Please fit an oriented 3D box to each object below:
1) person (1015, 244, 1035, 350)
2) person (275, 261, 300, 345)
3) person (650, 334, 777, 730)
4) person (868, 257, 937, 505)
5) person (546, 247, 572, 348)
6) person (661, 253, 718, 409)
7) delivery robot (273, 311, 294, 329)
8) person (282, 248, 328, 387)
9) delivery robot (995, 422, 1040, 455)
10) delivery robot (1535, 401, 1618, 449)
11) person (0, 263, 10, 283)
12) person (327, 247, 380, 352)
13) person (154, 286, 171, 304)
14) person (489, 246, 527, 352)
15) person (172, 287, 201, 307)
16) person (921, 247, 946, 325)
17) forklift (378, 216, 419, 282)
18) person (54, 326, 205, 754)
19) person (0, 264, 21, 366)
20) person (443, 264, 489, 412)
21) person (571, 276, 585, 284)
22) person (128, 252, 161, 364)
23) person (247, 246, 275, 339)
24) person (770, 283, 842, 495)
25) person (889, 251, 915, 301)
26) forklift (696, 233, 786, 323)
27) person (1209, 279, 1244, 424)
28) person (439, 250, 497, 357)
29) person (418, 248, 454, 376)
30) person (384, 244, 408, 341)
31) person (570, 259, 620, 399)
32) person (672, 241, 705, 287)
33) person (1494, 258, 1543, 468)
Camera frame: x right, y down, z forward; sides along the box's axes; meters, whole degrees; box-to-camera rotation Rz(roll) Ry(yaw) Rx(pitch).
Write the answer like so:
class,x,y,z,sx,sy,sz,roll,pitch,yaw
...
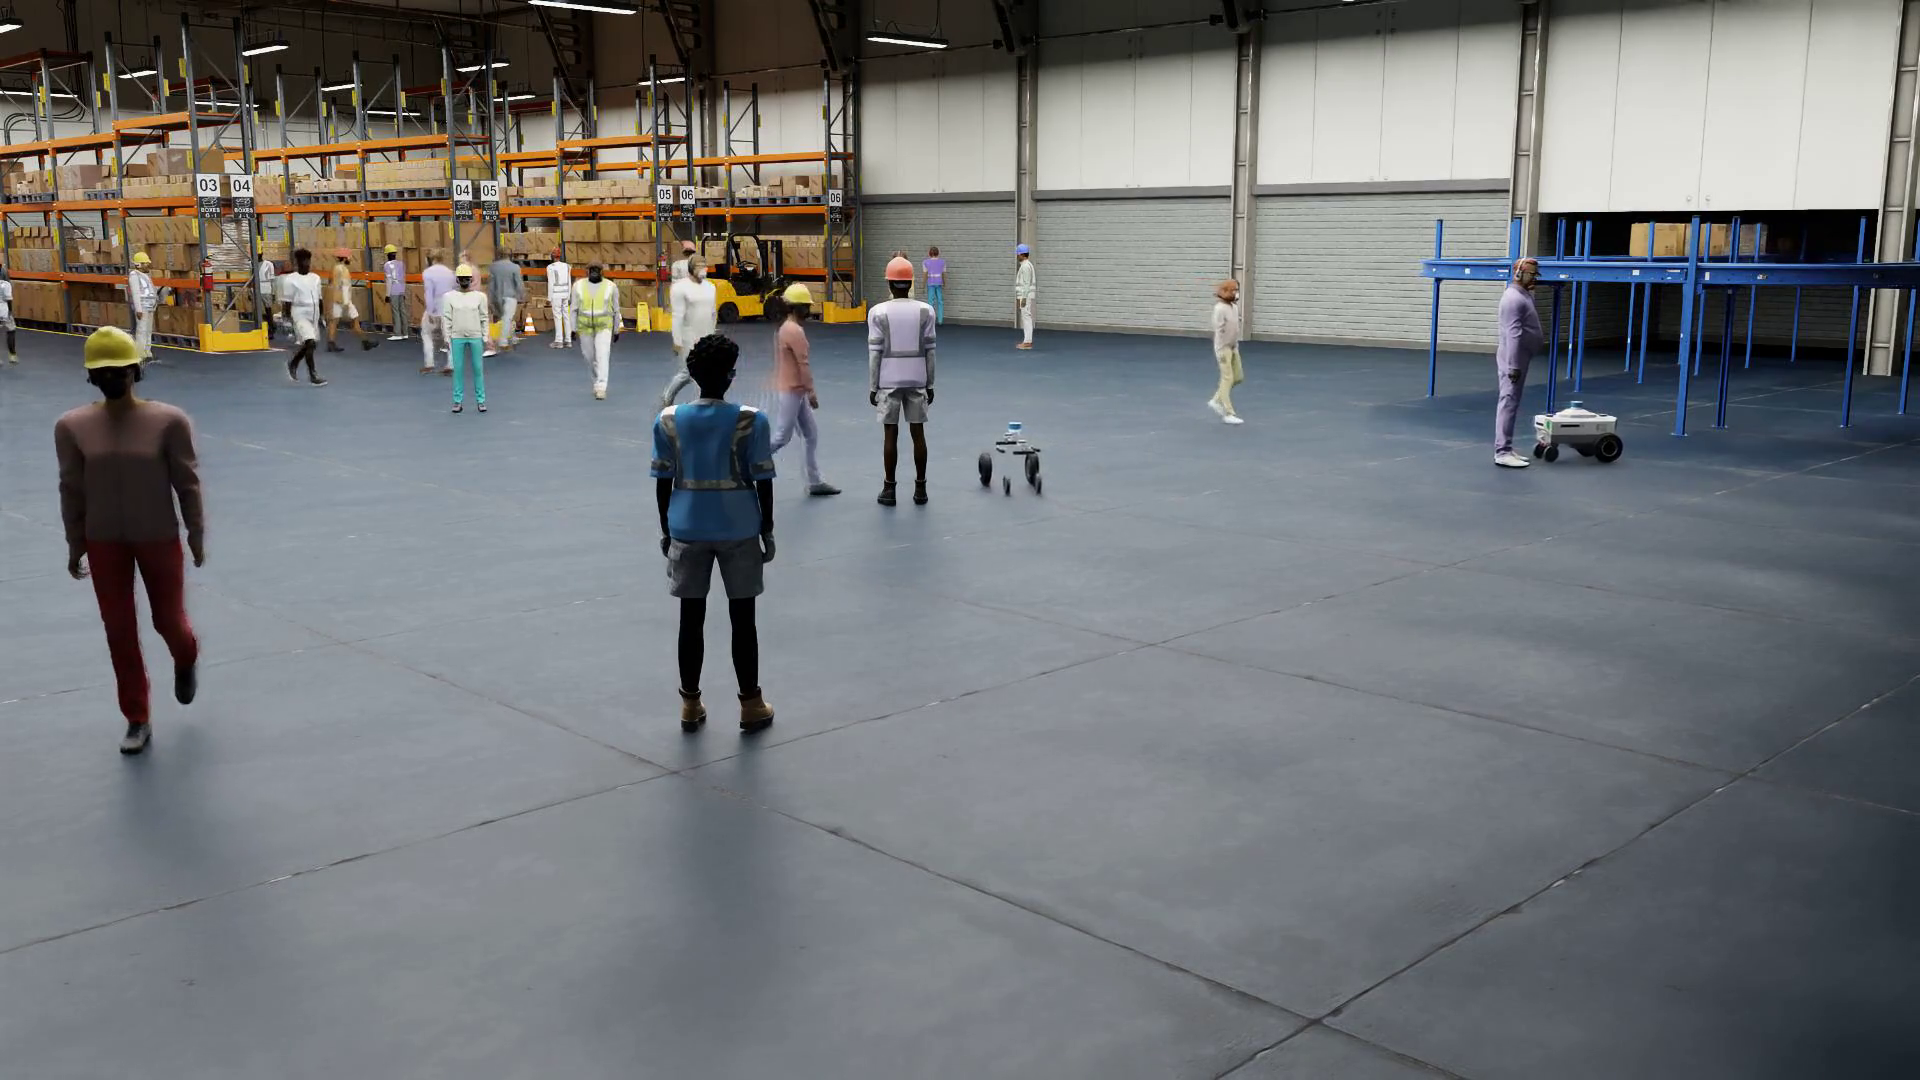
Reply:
class,x,y,z,sx,sy,sz,roll,pitch,yaw
person,1.208,-4.541,31.050,0.403,1.943,0.610,1,10,6
person,-12.916,-4.564,32.075,0.495,1.622,0.378,-6,12,-29
person,-1.043,-0.030,7.128,0.540,1.695,0.317,1,10,6
person,-0.460,-1.253,13.133,0.545,1.942,0.349,-3,11,-14
person,-7.583,-4.582,31.457,0.339,1.881,0.587,6,12,31
person,-3.011,-2.246,18.608,0.749,1.923,0.638,9,13,39
delivery robot,-14.642,-4.794,36.086,0.477,0.478,0.707,-8,13,-38
person,-9.338,-3.167,23.585,0.840,1.936,0.598,5,11,25
delivery robot,0.463,-0.877,14.014,0.335,0.223,0.698,-2,11,-11
delivery robot,5.850,-1.075,15.806,0.707,0.478,0.477,-1,10,-2
person,-21.707,-5.575,37.539,0.497,1.633,0.288,-8,13,-39
person,-11.142,-4.370,30.276,0.975,1.881,0.565,-9,14,-42
person,-18.154,-5.687,37.556,0.721,1.862,0.606,10,14,42
person,-8.202,-4.420,30.485,0.653,1.902,0.945,5,11,24
person,-17.809,-5.836,38.322,0.665,1.877,0.420,-5,11,-24
person,-0.603,-5.940,38.985,0.601,1.835,0.403,-3,11,-15
forklift,-17.868,-9.201,54.028,1.873,2.768,1.129,-10,14,-44
person,-3.431,-0.022,6.952,0.531,1.754,0.553,-3,11,-14
person,-15.665,-3.684,27.127,0.541,1.673,0.641,-2,11,-10
person,-5.933,-2.429,20.012,0.527,1.772,0.306,-3,11,-15
person,-10.478,-7.092,45.541,0.483,1.737,0.320,3,11,18
person,-13.504,-3.843,27.551,0.404,1.829,0.600,-1,10,-7
person,-14.260,-5.064,33.922,0.552,1.935,0.373,-1,10,-7
person,-1.421,-1.202,13.423,0.844,1.729,0.528,-2,11,-12
person,-1.016,-4.102,28.979,0.431,1.836,0.619,3,11,14
forklift,-5.496,-6.489,41.108,2.313,2.155,1.214,-10,14,-44
person,3.043,-2.144,18.850,0.461,1.627,0.521,8,13,36
person,-8.571,-4.104,28.925,1.010,1.853,0.646,-2,10,-8
person,-7.960,-3.454,25.207,0.757,1.912,0.627,6,12,30
person,-11.422,-4.998,33.603,0.384,1.922,0.590,3,11,17
person,-4.778,-2.789,21.872,0.625,1.814,0.827,0,10,-2
person,-5.048,-4.552,30.979,0.621,2.008,1.017,-2,11,-13
person,5.149,-1.637,15.331,0.399,1.905,0.642,4,11,20
